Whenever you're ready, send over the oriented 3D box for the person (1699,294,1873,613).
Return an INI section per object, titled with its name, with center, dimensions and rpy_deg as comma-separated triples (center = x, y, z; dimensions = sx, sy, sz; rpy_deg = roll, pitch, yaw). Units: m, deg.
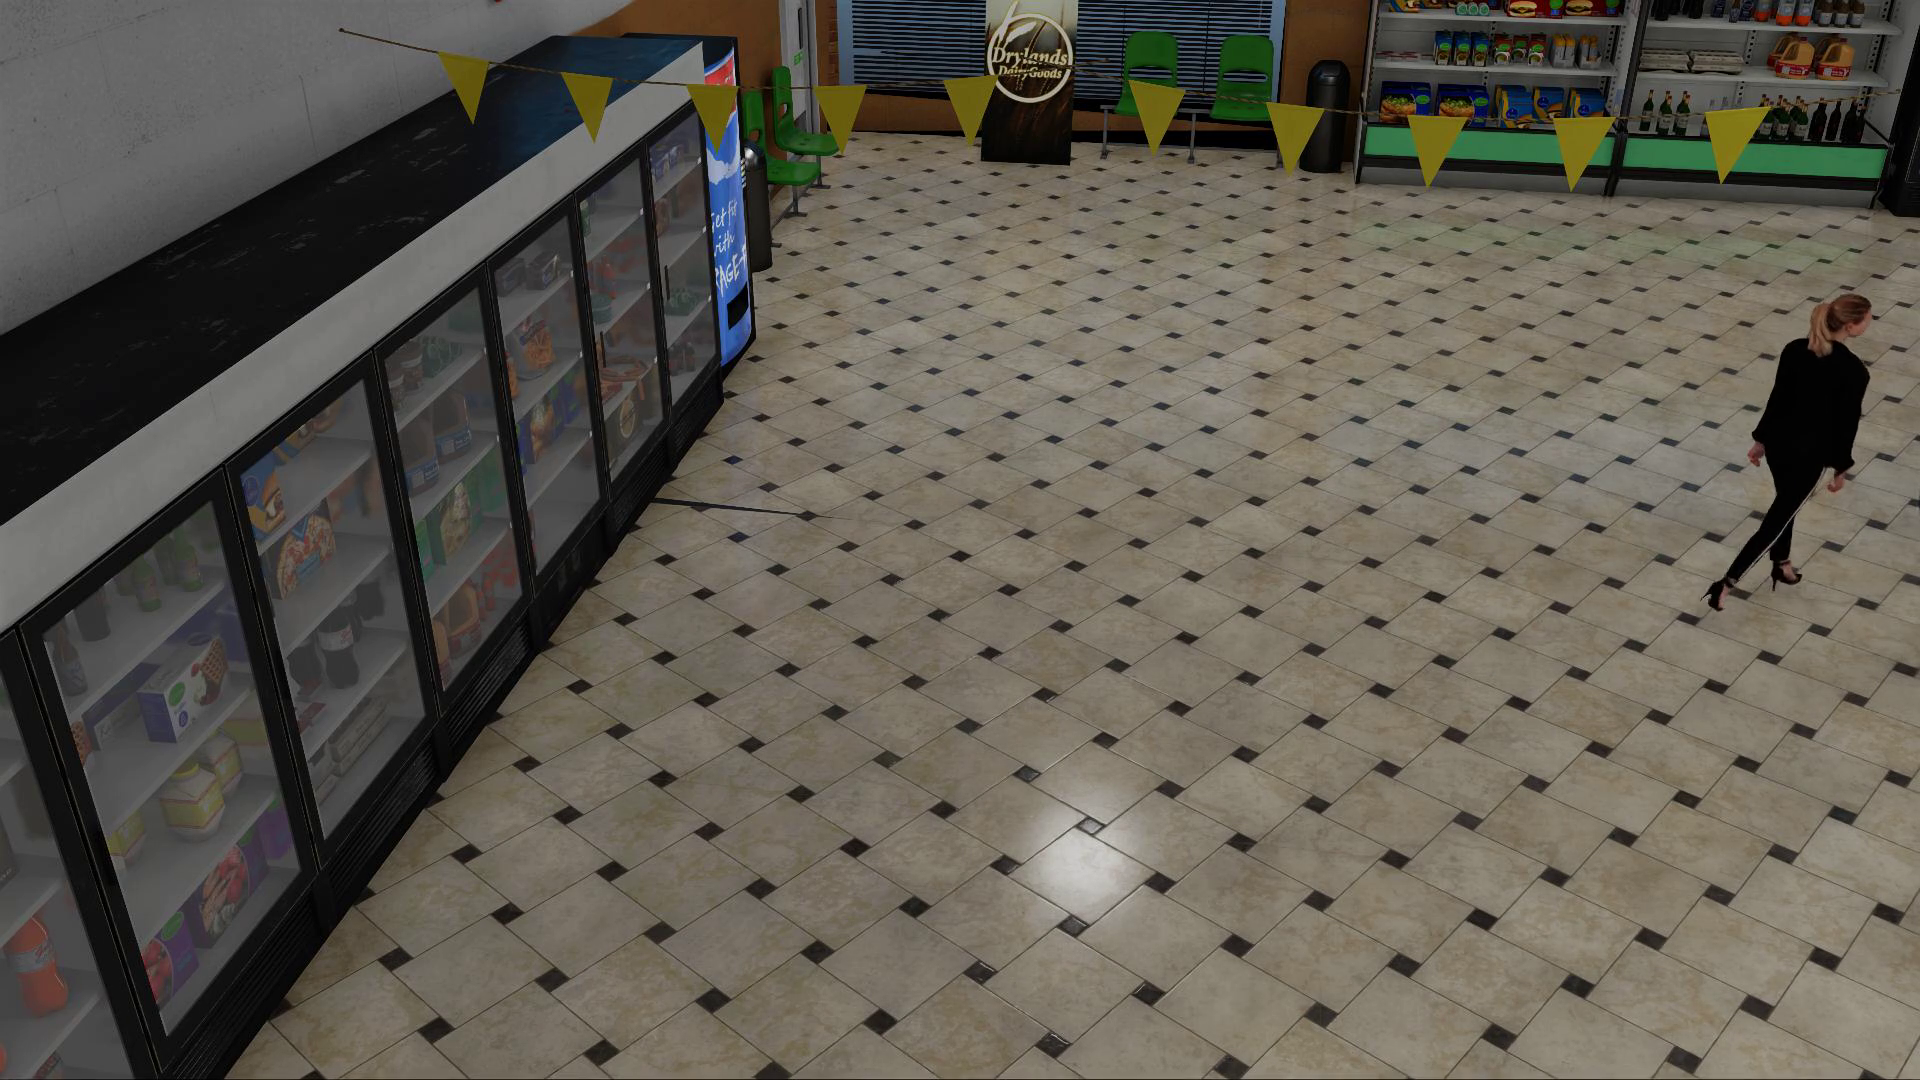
[person]
center = 4.018, -0.360, 8.091
dimensions = 1.162, 1.665, 1.067
rpy_deg = -17, 33, -28
